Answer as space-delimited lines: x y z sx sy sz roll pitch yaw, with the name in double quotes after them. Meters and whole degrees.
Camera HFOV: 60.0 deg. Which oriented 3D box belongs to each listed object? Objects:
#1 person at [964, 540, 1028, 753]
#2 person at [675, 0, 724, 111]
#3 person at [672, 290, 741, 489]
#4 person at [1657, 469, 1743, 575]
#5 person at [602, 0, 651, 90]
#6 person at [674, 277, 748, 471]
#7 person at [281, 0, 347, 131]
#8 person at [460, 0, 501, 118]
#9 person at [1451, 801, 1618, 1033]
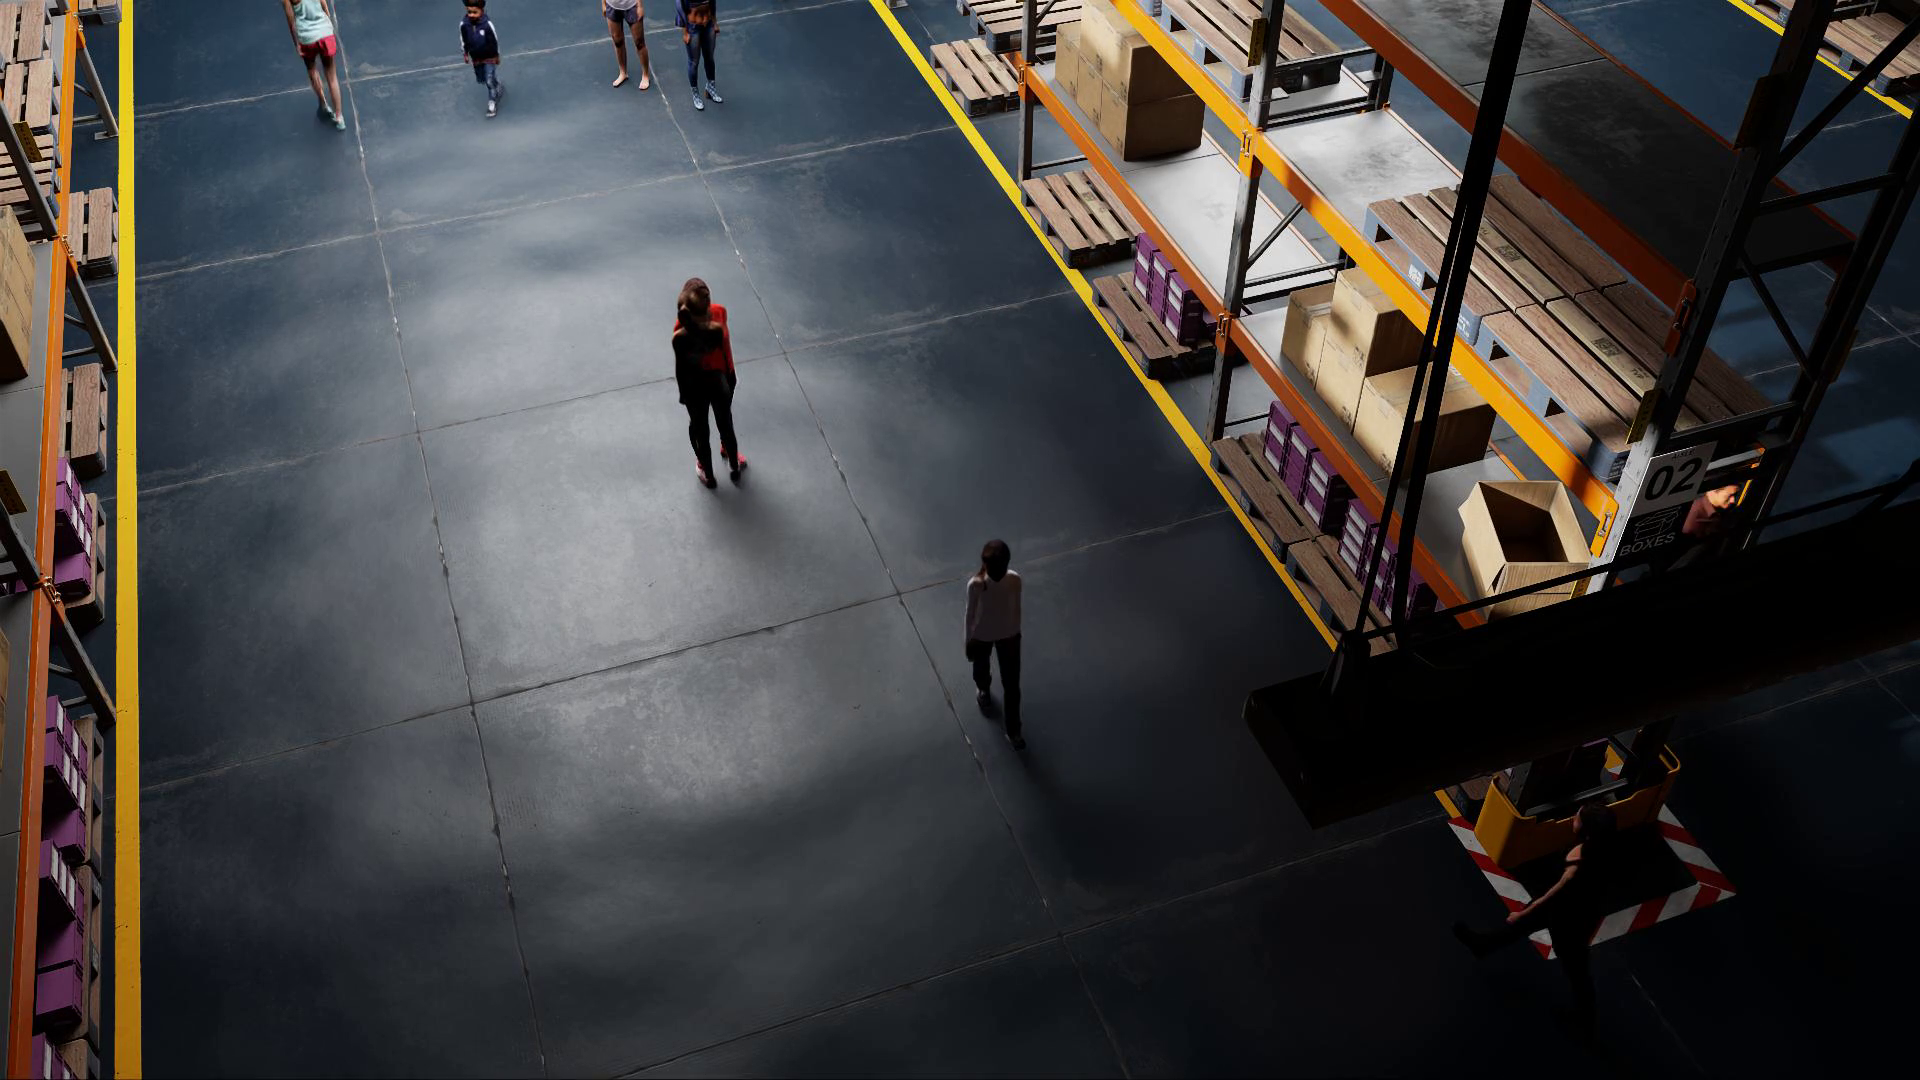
0.204 0.526 10.562 0.692 1.528 0.997 -5 44 -5 "person"
-2.563 -5.038 16.330 0.668 1.628 0.650 -29 51 -27 "person"
-1.853 -1.099 12.139 0.551 1.705 0.506 -15 46 -15 "person"
4.636 0.135 10.798 0.717 1.768 0.759 -21 48 -21 "person"
-3.352 -5.339 16.590 0.675 1.706 0.692 9 44 10 "person"
-1.860 -1.203 12.257 0.661 1.694 0.646 -31 52 -28 "person"
-6.157 -4.768 15.962 0.640 1.744 0.816 -20 47 -19 "person"
-4.699 -4.822 16.402 0.682 1.216 0.781 5 44 5 "person"
3.329 2.060 8.870 1.201 1.640 1.011 26 49 24 "person"
